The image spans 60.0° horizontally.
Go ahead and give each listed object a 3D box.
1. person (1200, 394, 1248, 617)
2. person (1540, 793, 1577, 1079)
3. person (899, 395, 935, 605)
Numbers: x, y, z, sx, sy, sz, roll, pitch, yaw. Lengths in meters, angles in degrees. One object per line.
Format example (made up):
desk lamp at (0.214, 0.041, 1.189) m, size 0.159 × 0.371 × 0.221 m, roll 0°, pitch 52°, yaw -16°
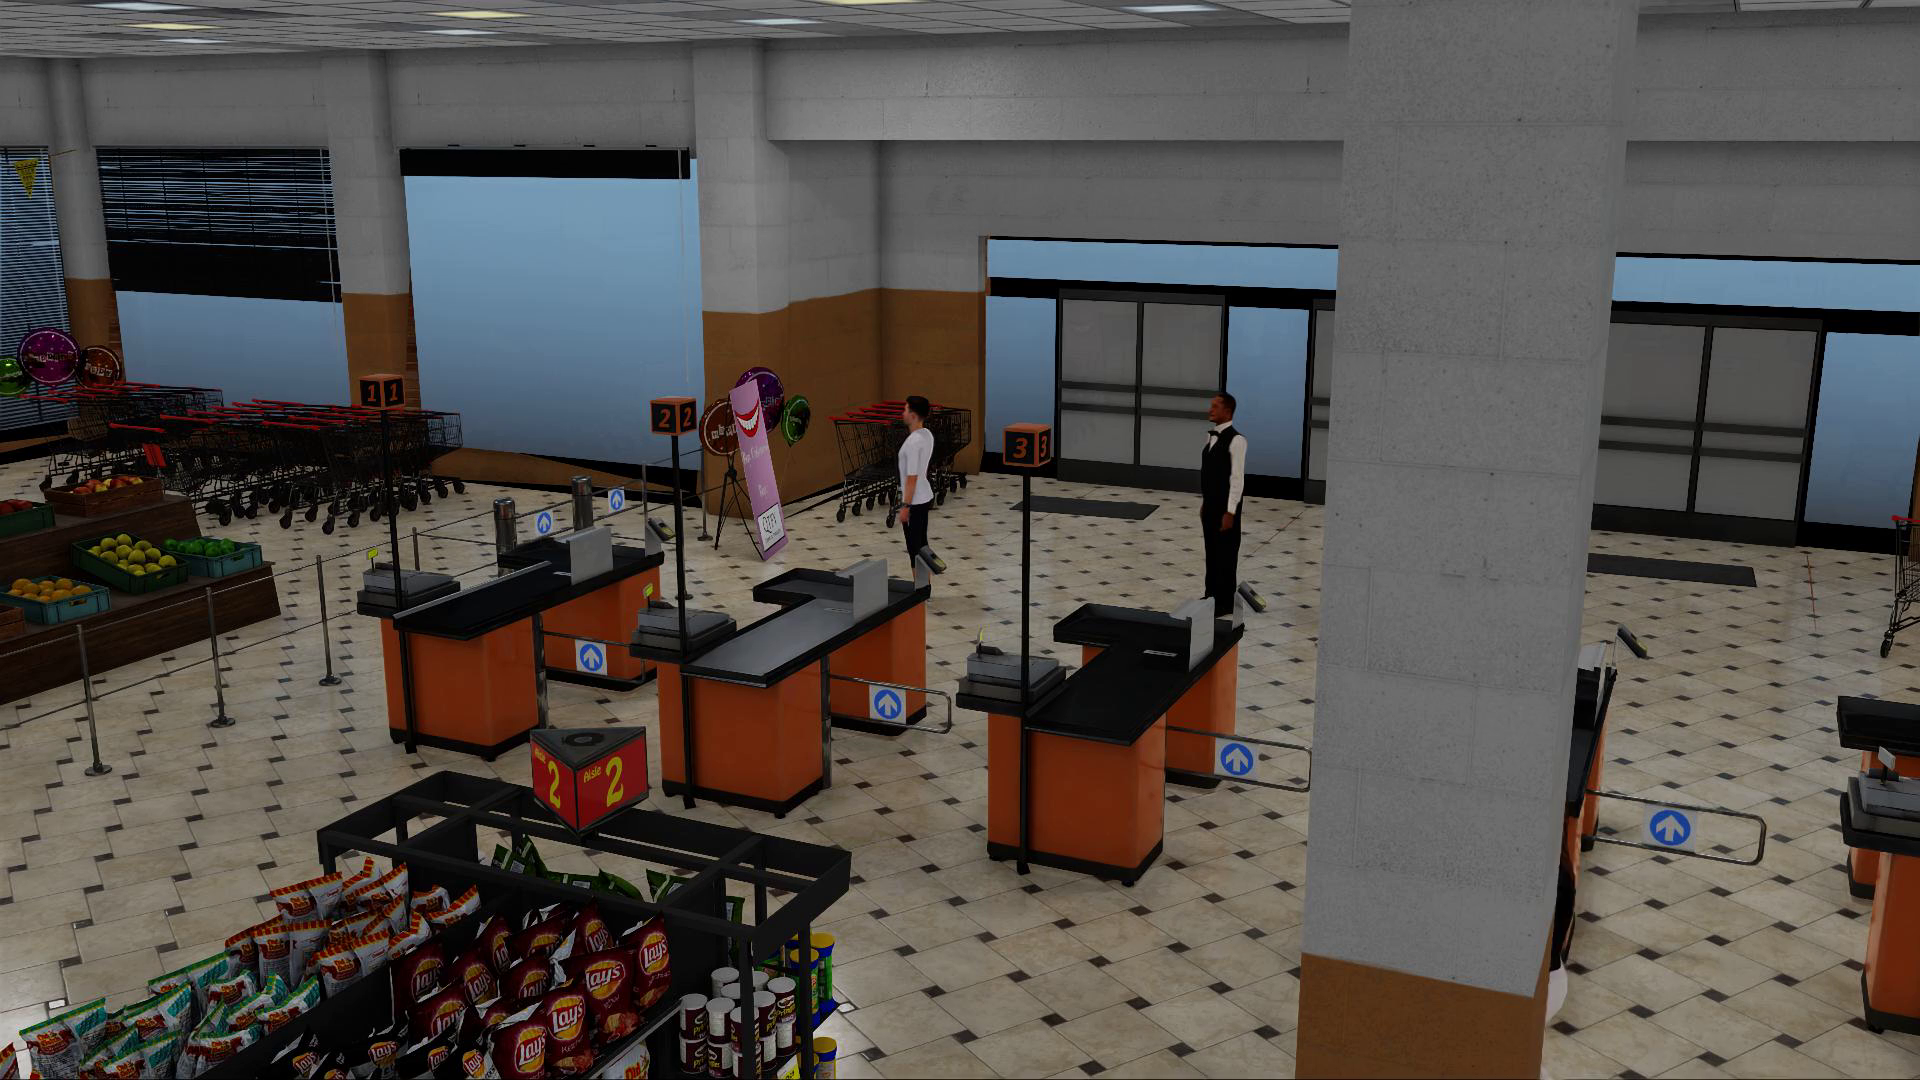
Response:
person at (2.259, -0.314, 14.325) m, size 0.828 × 1.918 × 0.766 m, roll -5°, pitch 14°, yaw -19°
person at (2.279, 1.716, 6.439) m, size 0.748 × 1.690 × 0.727 m, roll 3°, pitch 14°, yaw 10°
person at (-0.379, -0.358, 14.647) m, size 0.768 × 1.851 × 0.564 m, roll 4°, pitch 14°, yaw 15°
